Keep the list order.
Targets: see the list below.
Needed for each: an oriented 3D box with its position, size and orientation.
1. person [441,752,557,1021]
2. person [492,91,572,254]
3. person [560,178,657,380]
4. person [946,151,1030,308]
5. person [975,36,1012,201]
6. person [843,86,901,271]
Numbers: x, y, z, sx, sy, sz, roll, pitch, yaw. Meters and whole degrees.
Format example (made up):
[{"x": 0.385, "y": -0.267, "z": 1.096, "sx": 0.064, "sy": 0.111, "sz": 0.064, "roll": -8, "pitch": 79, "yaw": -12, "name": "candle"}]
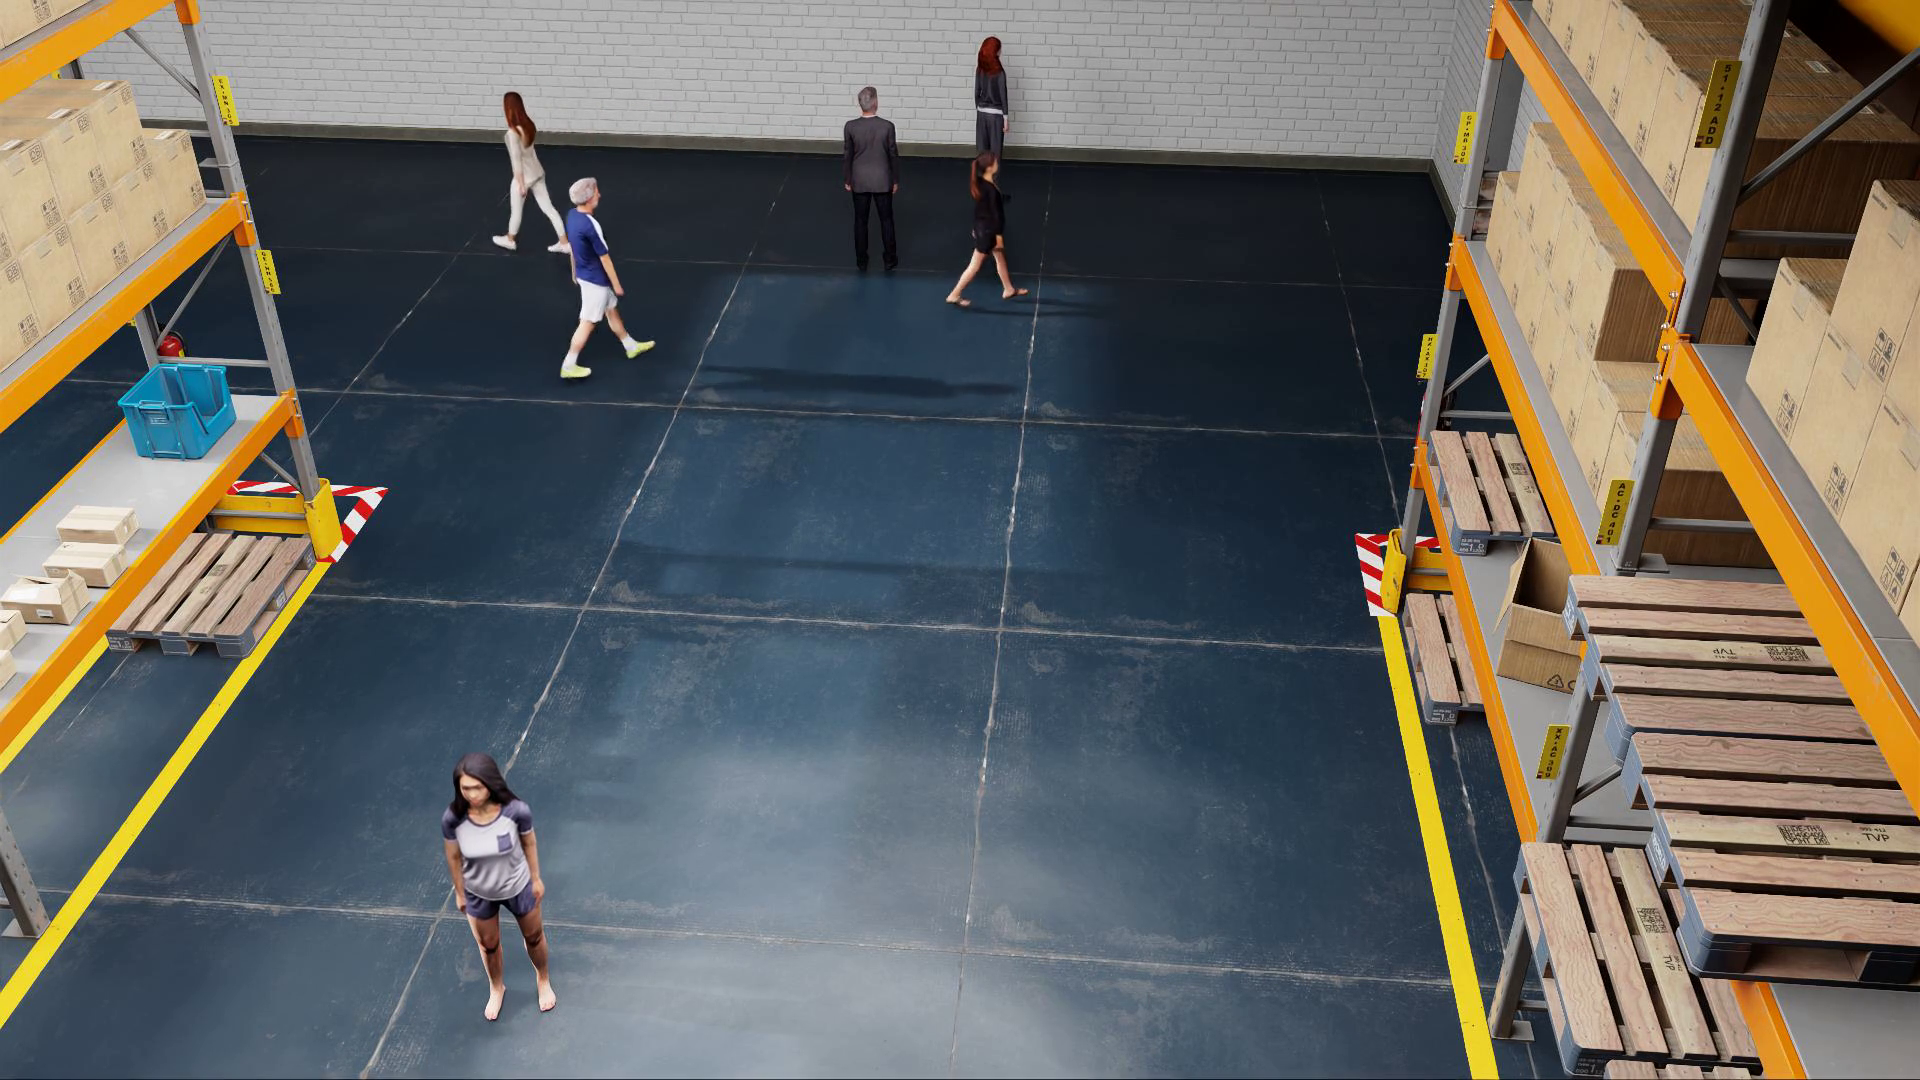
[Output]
[{"x": -2.352, "y": 1.760, "z": 8.515, "sx": 0.651, "sy": 1.706, "sz": 0.611, "roll": -6, "pitch": 34, "yaw": -10, "name": "person"}, {"x": -4.235, "y": -3.614, "z": 16.641, "sx": 0.878, "sy": 1.662, "sz": 1.098, "roll": 12, "pitch": 35, "yaw": 17, "name": "person"}, {"x": -3.253, "y": -2.225, "z": 14.435, "sx": 1.212, "sy": 1.790, "sz": 1.200, "roll": -22, "pitch": 39, "yaw": -29, "name": "person"}, {"x": 0.183, "y": -2.900, "z": 15.693, "sx": 0.880, "sy": 1.522, "sz": 1.073, "roll": -10, "pitch": 35, "yaw": -15, "name": "person"}, {"x": 0.334, "y": -4.537, "z": 17.924, "sx": 0.652, "sy": 1.779, "sz": 0.689, "roll": 29, "pitch": 43, "yaw": 36, "name": "person"}, {"x": -0.869, "y": -3.557, "z": 16.398, "sx": 0.724, "sy": 1.836, "sz": 0.603, "roll": 0, "pitch": 34, "yaw": 0, "name": "person"}]
